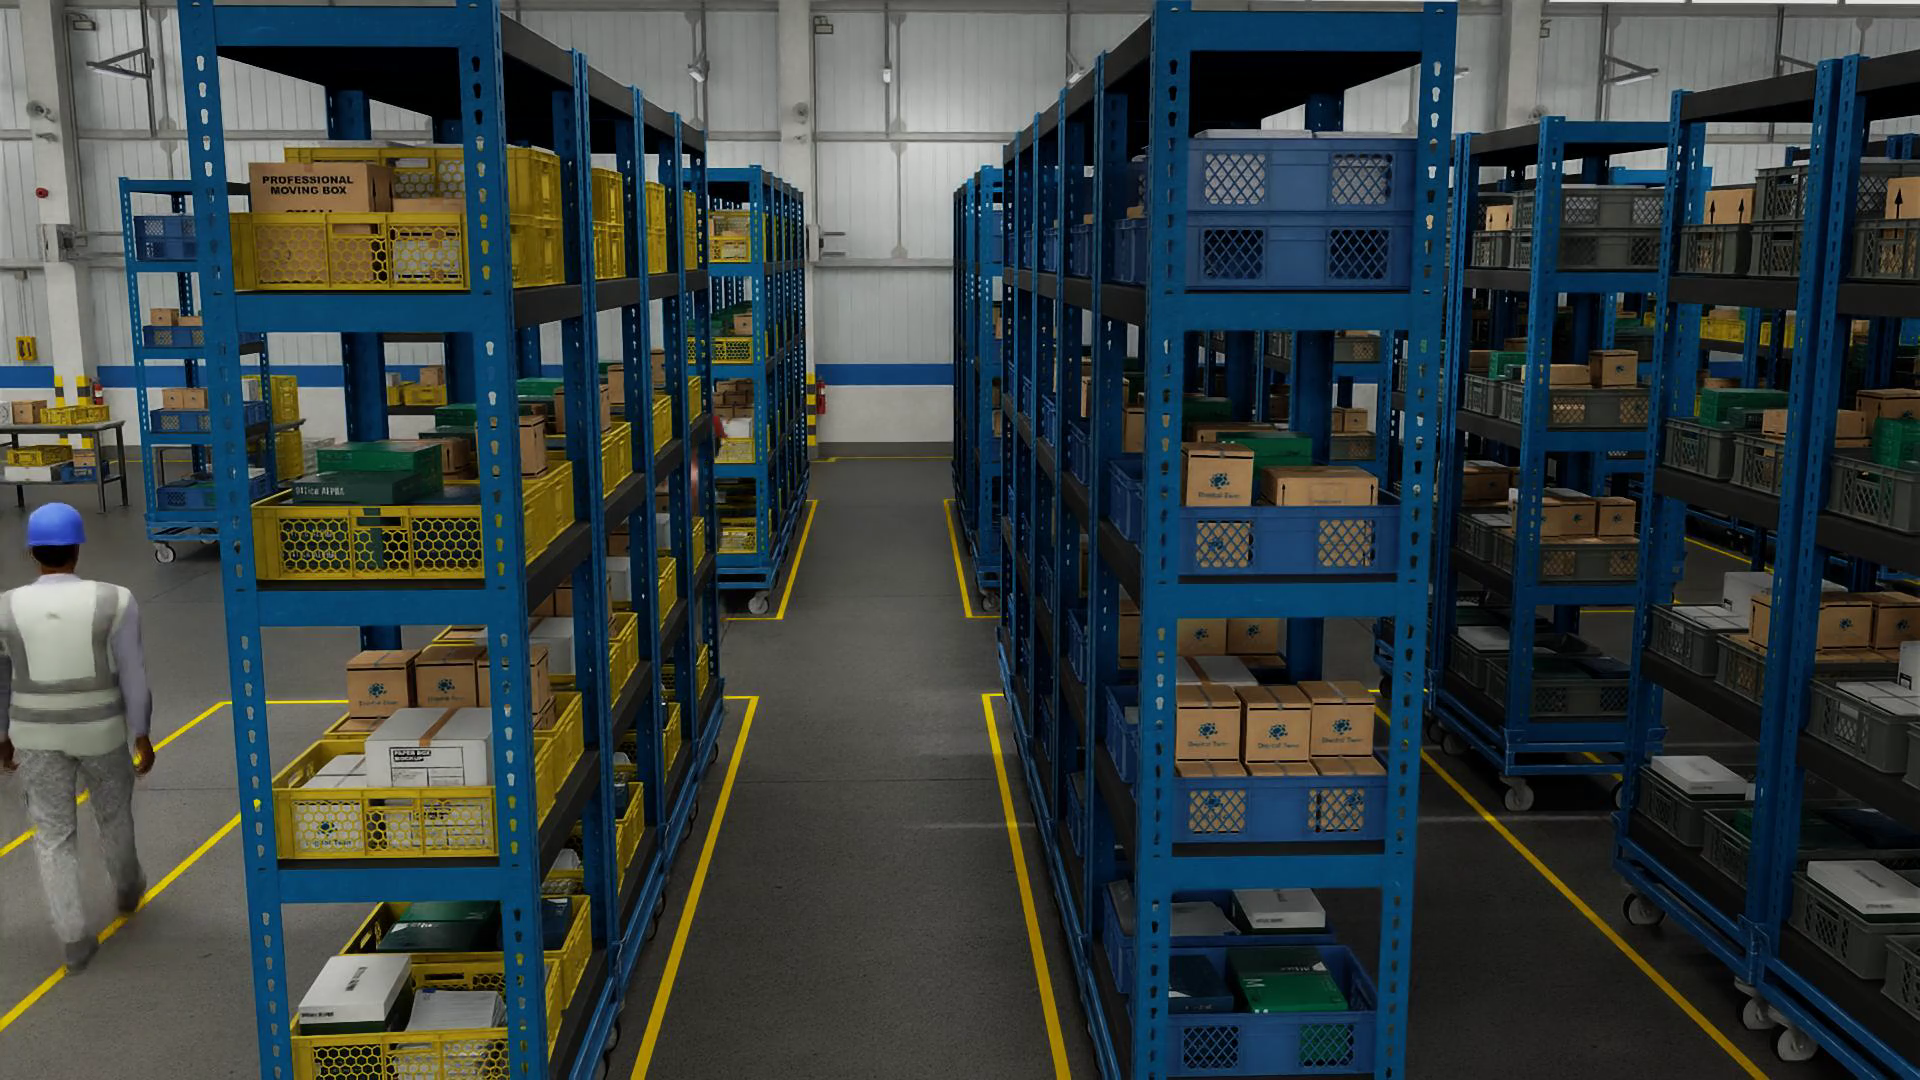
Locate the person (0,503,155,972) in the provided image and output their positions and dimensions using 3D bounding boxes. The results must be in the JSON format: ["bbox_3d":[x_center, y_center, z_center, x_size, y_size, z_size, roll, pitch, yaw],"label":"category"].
[{"bbox_3d":[-3.768,0.784,7.083,0.644,1.905,0.937,-4,11,-20],"label":"person"}]

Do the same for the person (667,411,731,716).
[{"bbox_3d":[-1.637,0.162,10.454,0.432,1.976,0.613,-3,10,-15],"label":"person"}]
